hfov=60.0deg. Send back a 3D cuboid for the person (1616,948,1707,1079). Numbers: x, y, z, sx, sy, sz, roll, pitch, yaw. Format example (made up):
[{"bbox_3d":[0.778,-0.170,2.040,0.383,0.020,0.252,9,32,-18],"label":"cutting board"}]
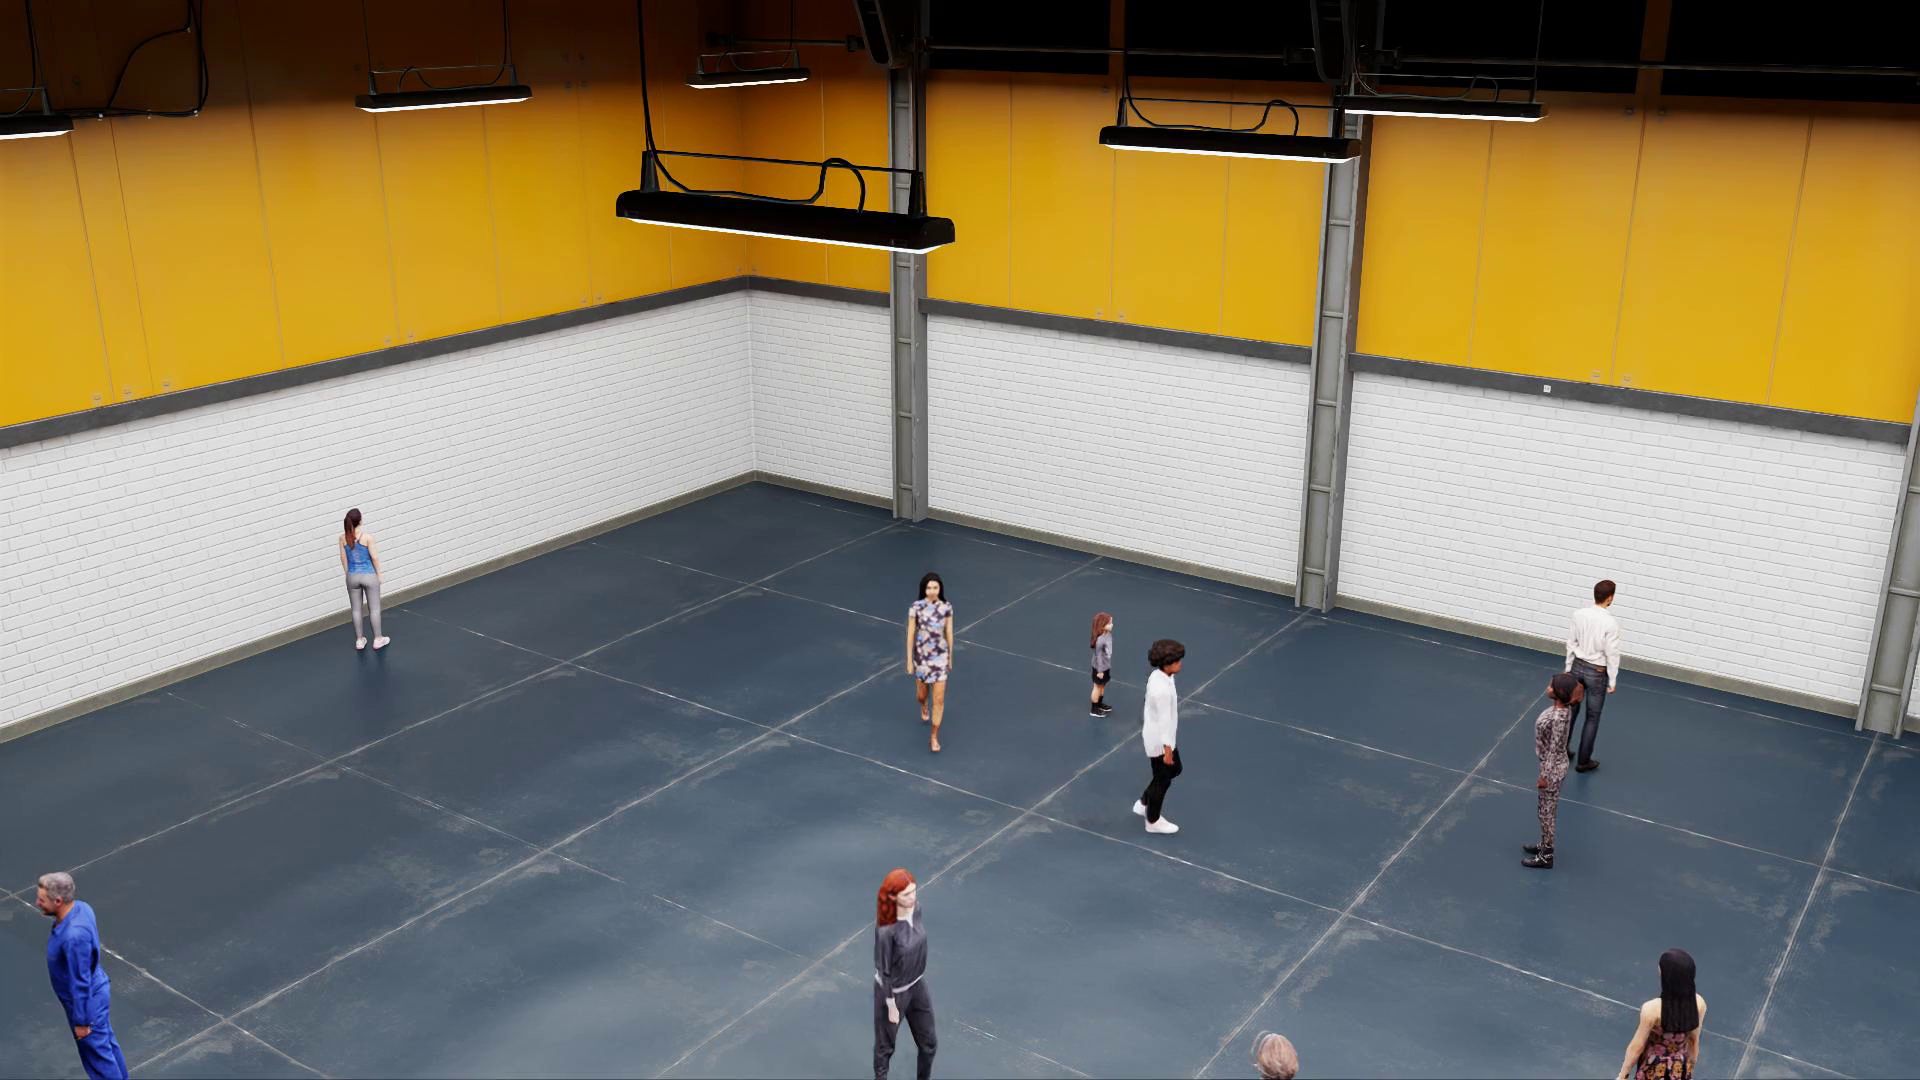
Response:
[{"bbox_3d":[4.158,3.237,9.744,0.805,1.763,0.870,-7,20,-19],"label":"person"}]

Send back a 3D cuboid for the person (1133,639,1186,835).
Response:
[{"bbox_3d":[1.651,1.686,14.295,0.818,1.799,0.786,1,19,4],"label":"person"}]

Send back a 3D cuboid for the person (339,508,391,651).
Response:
[{"bbox_3d":[-6.594,0.422,18.343,0.638,1.610,0.720,0,19,0],"label":"person"}]

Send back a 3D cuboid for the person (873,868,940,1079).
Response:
[{"bbox_3d":[-0.455,2.894,10.773,0.736,1.757,0.609,14,23,35],"label":"person"}]

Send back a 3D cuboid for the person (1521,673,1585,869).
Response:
[{"bbox_3d":[4.909,1.900,13.791,0.625,1.714,0.621,8,20,22],"label":"person"}]

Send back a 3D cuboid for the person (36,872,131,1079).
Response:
[{"bbox_3d":[-5.553,2.922,10.586,0.857,1.823,0.690,-9,21,-26],"label":"person"}]

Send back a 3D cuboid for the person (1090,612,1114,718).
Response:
[{"bbox_3d":[1.422,1.229,16.734,0.499,1.107,0.504,7,20,19],"label":"person"}]

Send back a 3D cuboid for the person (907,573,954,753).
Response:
[{"bbox_3d":[-0.285,1.134,16.069,1.019,1.712,1.051,-2,19,-7],"label":"person"}]

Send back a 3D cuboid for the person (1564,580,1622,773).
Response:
[{"bbox_3d":[5.842,1.258,15.460,0.785,1.866,0.585,-15,24,-37],"label":"person"}]
